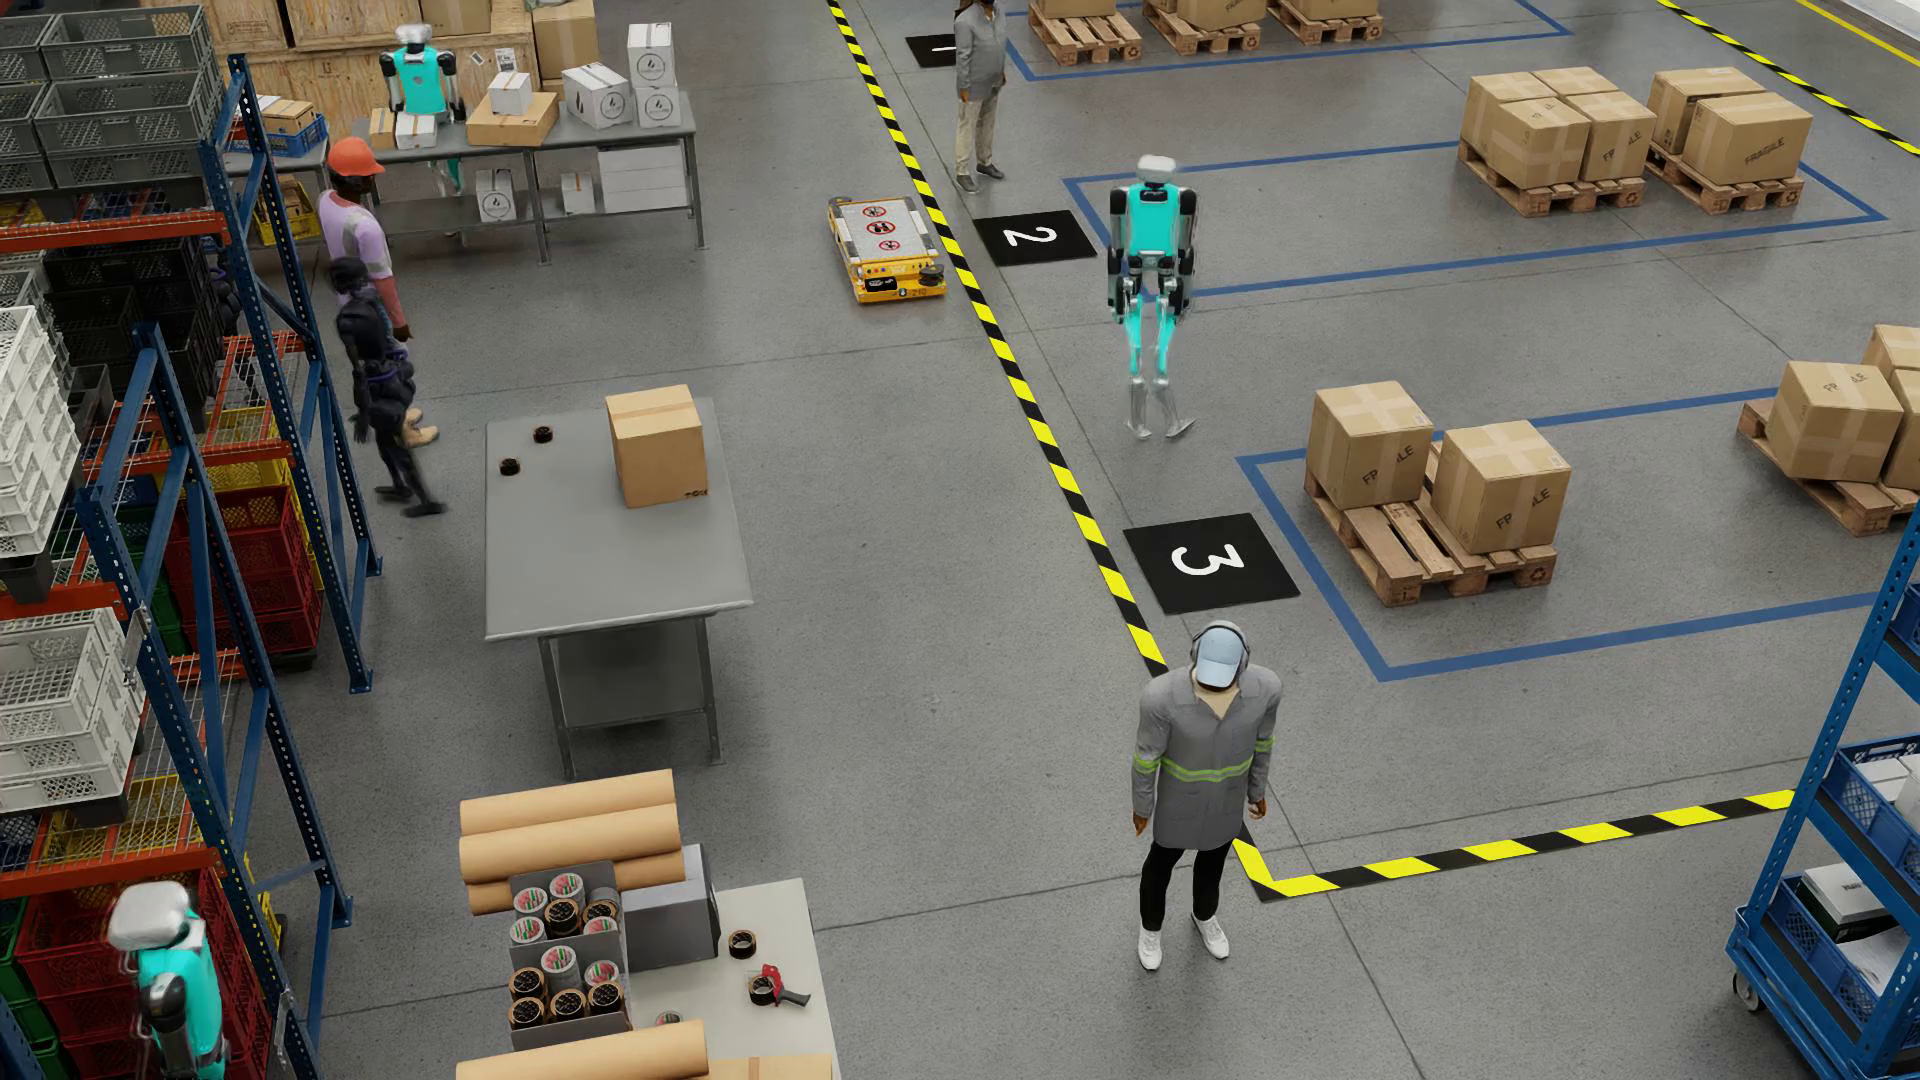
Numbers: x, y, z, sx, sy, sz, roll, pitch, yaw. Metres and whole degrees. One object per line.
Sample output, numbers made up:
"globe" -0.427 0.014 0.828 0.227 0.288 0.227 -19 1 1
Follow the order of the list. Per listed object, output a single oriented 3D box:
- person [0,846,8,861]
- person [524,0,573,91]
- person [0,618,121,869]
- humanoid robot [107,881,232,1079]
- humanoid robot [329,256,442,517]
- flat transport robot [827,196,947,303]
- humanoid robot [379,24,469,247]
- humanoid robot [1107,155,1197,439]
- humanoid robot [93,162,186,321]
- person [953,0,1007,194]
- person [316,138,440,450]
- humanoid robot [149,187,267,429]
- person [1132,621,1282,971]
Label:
"person" -4.536 0.815 7.148 0.404 1.829 0.599 7 37 10
"person" -3.463 -4.548 14.270 0.412 1.939 0.603 24 43 28
"person" -4.155 0.783 7.183 0.619 1.845 0.431 -15 39 -19
"humanoid robot" -2.812 1.950 5.795 0.717 1.894 0.540 -9 38 -12
"humanoid robot" -3.327 -0.853 9.527 0.409 1.650 0.591 2 37 3
"flat transport robot" -0.570 -2.220 12.538 0.659 0.231 1.431 -8 37 -10
"humanoid robot" -3.888 -3.016 12.433 0.541 1.857 0.748 -3 37 -4
"humanoid robot" 1.200 -1.409 10.204 0.617 1.739 0.781 1 37 2
"humanoid robot" -5.438 -2.033 11.122 0.600 1.628 0.487 -29 45 -33
"person" 0.164 -3.669 13.225 0.398 1.769 0.570 26 44 31
"person" -3.520 -1.456 10.043 0.405 2.028 0.612 -30 46 -34
"humanoid robot" -4.739 -1.478 10.347 0.315 1.657 0.599 25 43 29
"person" 0.992 1.052 6.814 0.596 1.849 0.385 -6 37 -8
